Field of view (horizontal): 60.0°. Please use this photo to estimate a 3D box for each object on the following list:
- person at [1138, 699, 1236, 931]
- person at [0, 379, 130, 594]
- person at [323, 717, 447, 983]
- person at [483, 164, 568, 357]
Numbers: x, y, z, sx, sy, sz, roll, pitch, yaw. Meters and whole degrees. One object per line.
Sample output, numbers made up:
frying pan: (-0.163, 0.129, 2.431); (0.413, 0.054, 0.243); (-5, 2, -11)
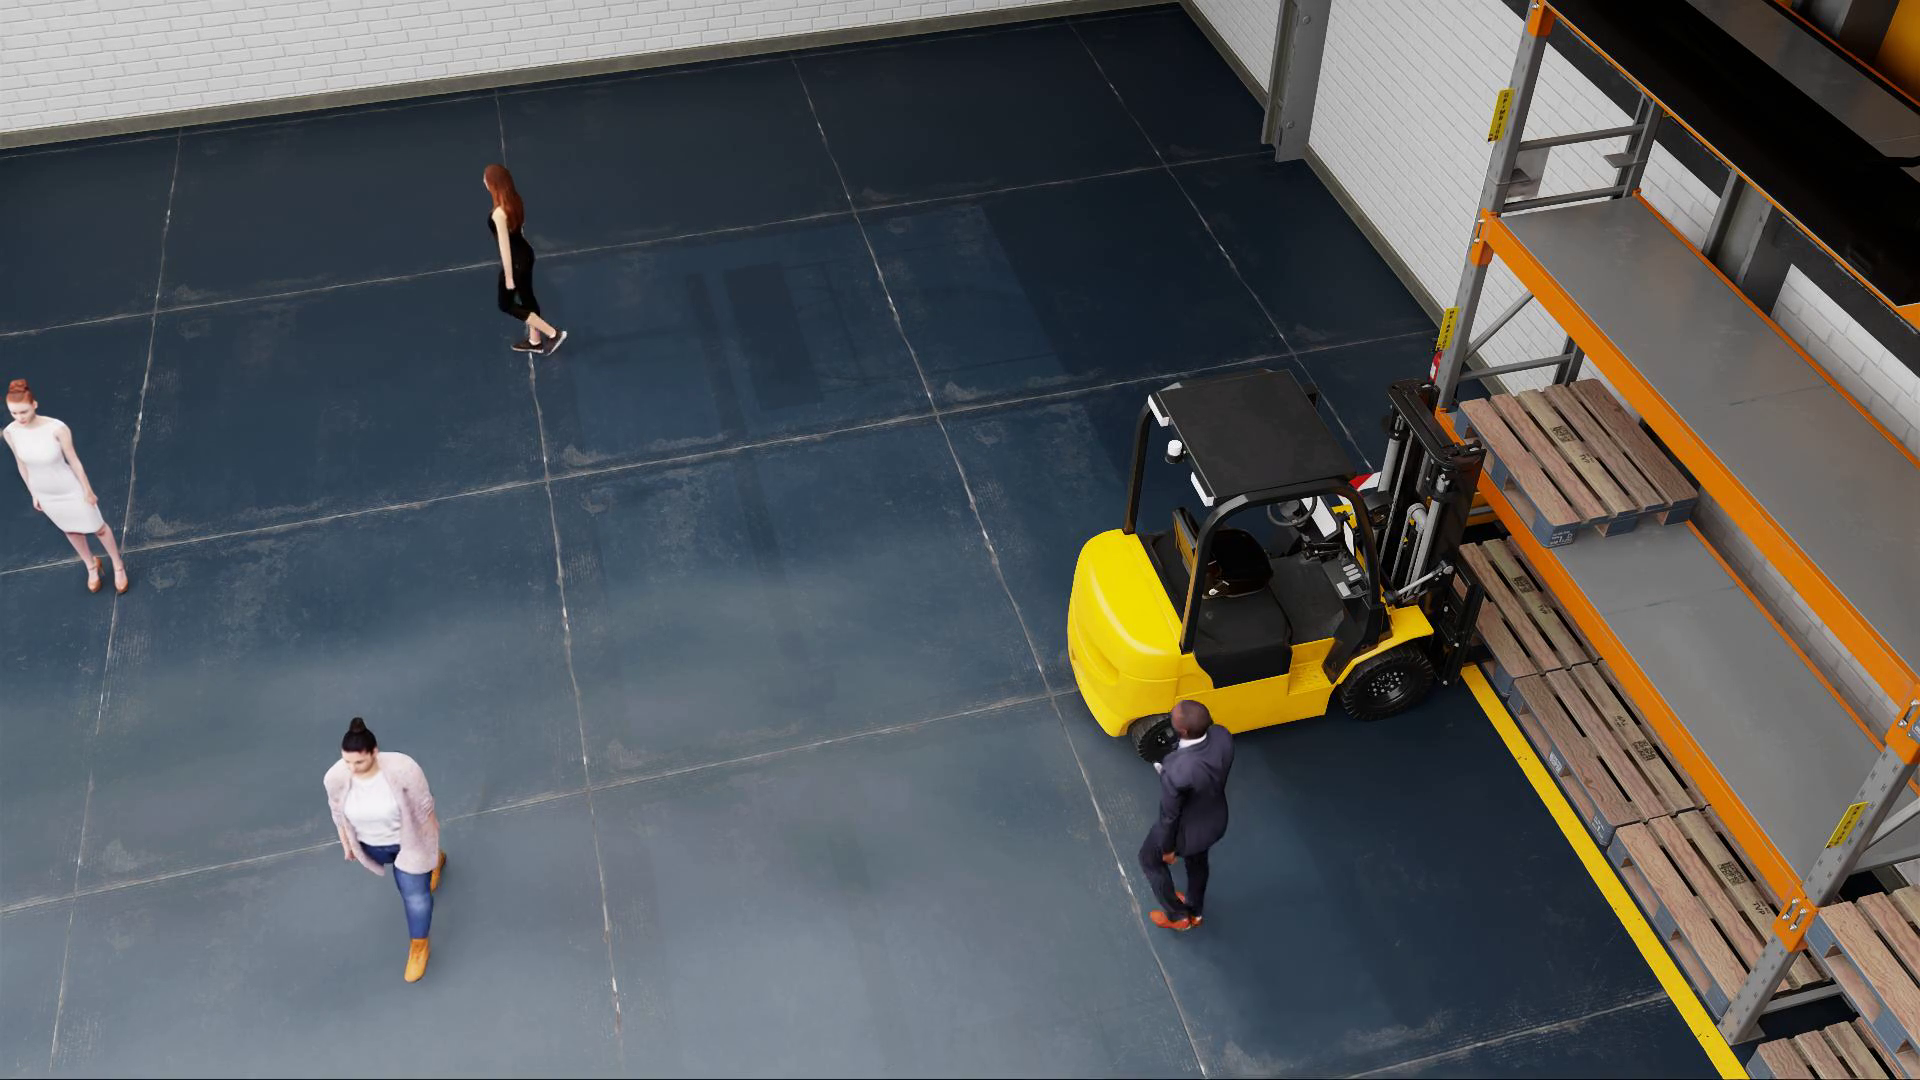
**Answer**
person: (1.304, 1.574, 8.979); (0.775, 1.807, 0.760); (-27, 50, -26)
person: (-5.917, -0.335, 10.992); (0.592, 1.794, 0.546); (-3, 44, -3)
person: (-3.080, 1.520, 9.115); (0.913, 1.698, 1.202); (2, 44, 2)
person: (-3.373, -2.141, 12.941); (0.806, 1.721, 0.785); (5, 44, 5)
